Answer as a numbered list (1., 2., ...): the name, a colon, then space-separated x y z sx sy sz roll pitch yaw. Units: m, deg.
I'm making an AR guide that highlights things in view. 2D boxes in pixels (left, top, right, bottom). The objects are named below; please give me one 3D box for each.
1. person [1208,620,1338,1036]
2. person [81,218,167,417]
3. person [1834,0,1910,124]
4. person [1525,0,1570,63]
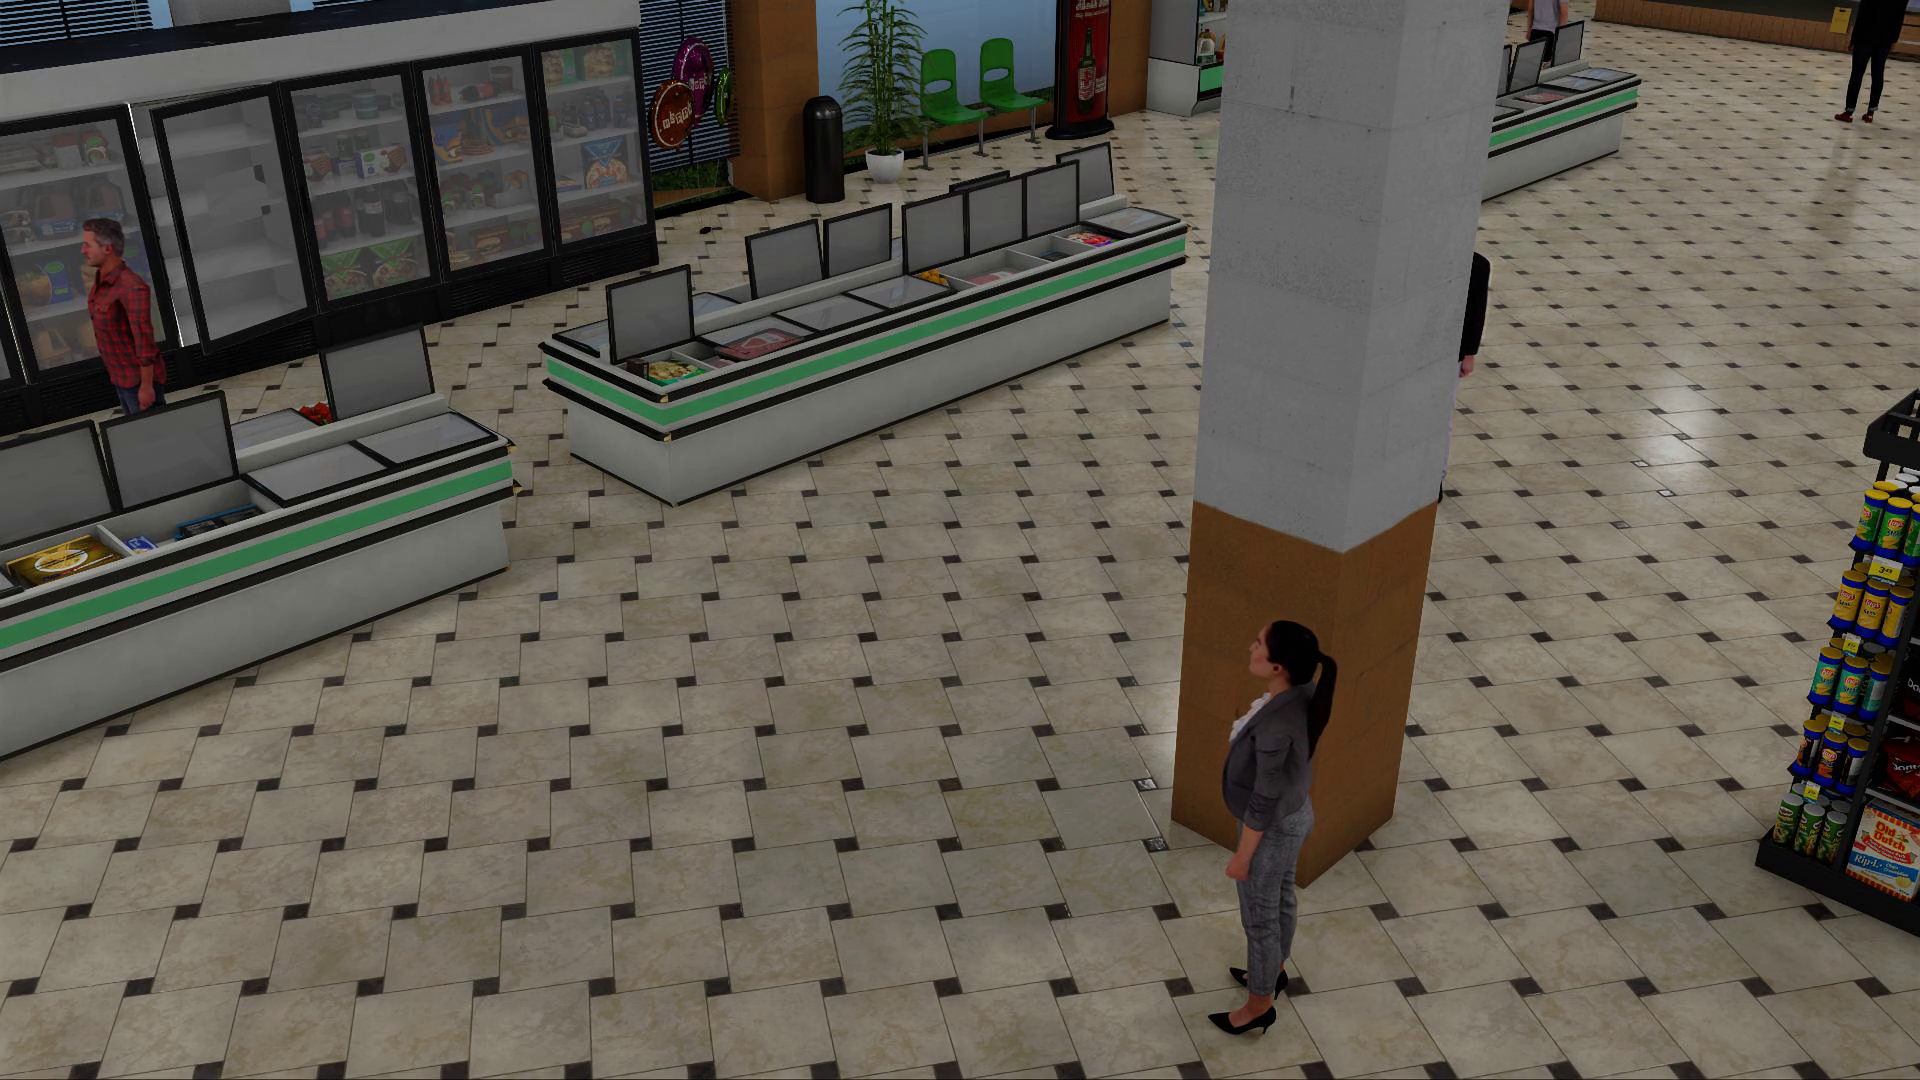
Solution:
1. person: 1.099 1.022 5.858 0.749 1.678 0.628 13 30 24
2. person: -4.754 -0.969 9.616 0.556 1.831 0.698 -21 34 -36
3. person: 10.399 -5.678 18.916 0.785 1.818 0.830 2 27 3
4. person: 6.738 -5.823 19.151 0.598 1.863 0.713 -18 32 -31
